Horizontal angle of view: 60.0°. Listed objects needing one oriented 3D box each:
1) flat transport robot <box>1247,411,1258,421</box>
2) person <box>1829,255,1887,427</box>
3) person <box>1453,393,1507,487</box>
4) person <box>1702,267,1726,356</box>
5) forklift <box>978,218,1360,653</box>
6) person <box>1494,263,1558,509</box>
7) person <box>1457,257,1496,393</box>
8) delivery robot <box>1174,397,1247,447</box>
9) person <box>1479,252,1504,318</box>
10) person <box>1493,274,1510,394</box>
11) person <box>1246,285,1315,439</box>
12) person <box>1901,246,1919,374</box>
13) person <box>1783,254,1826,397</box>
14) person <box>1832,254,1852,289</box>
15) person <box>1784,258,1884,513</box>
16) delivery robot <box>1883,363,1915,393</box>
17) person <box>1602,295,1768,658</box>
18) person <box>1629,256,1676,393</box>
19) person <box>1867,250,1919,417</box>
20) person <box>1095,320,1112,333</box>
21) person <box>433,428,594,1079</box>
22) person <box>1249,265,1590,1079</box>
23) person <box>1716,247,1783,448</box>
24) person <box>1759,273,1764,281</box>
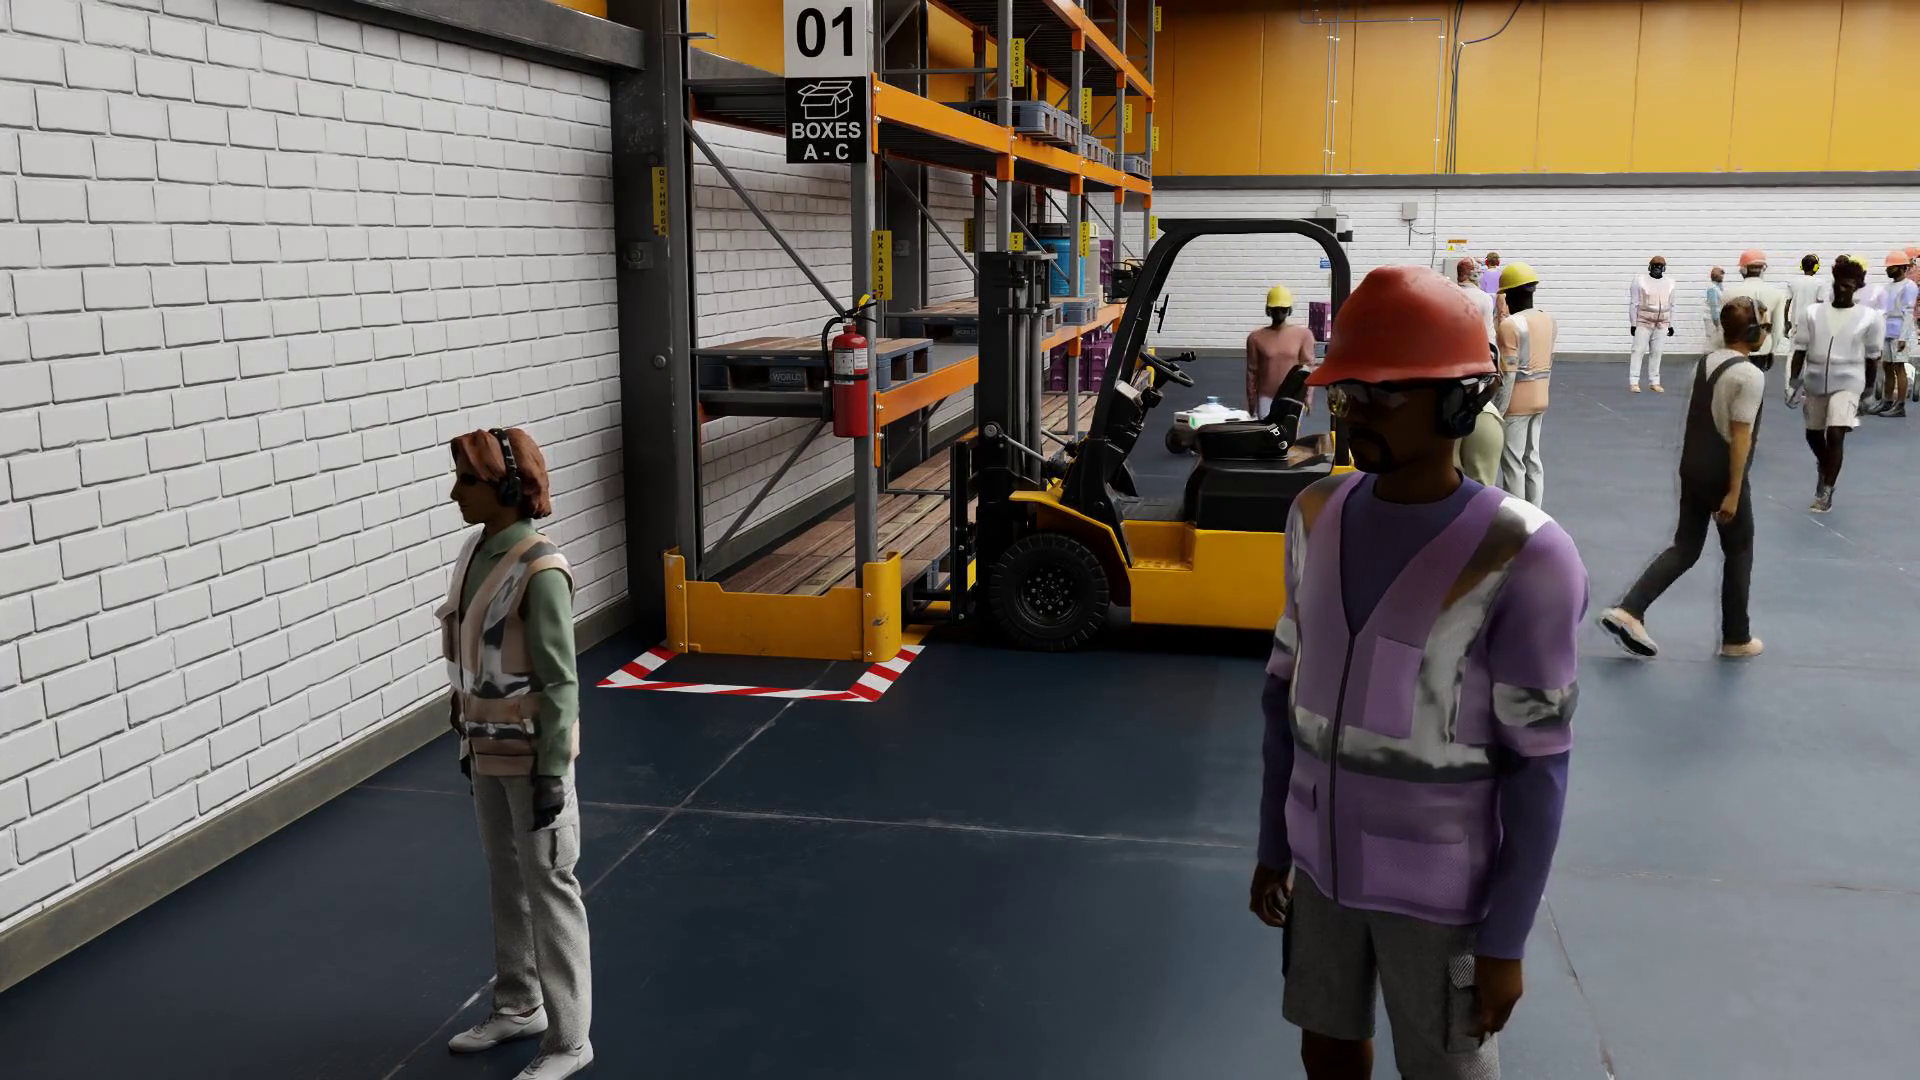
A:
[{"bbox_3d":[2.978,-1.198,17.367,0.652,0.197,1.431,1,10,6],"label":"flat transport robot"},{"bbox_3d":[9.758,-2.150,18.171,0.623,1.883,0.787,8,13,37],"label":"person"},{"bbox_3d":[1.787,0.041,6.333,0.404,1.824,0.586,-4,11,-22],"label":"person"},{"bbox_3d":[12.007,-3.524,26.457,0.580,1.610,0.361,-9,14,-40],"label":"person"},{"bbox_3d":[1.285,-0.567,8.635,2.313,2.155,1.214,2,11,11],"label":"forklift"},{"bbox_3d":[3.750,-0.897,11.201,0.585,1.918,0.379,-9,14,-40],"label":"person"},{"bbox_3d":[4.631,-1.635,15.284,0.402,1.904,0.652,-8,13,-39],"label":"person"},{"bbox_3d":[2.410,-1.133,15.975,0.707,0.478,0.477,-6,12,-30],"label":"delivery robot"},{"bbox_3d":[8.493,-3.677,26.637,0.569,1.844,0.378,0,10,-2],"label":"person"},{"bbox_3d":[7.232,-2.748,22.109,0.306,1.639,0.523,5,11,26],"label":"person"},{"bbox_3d":[2.476,-1.113,12.909,0.519,1.730,0.887,2,10,9],"label":"person"},{"bbox_3d":[14.569,-3.495,25.386,0.730,1.937,0.646,-2,10,-9],"label":"person"},{"bbox_3d":[11.064,-2.800,21.786,0.316,1.863,0.531,-9,14,-42],"label":"person"},{"bbox_3d":[11.600,-2.825,21.921,0.330,1.865,0.518,-2,11,-13],"label":"person"},{"bbox_3d":[6.784,-1.209,12.877,0.598,1.940,0.905,9,14,42],"label":"person"},{"bbox_3d":[12.124,-2.133,21.458,0.477,0.478,0.707,6,12,29],"label":"delivery robot"},{"bbox_3d":[3.645,-0.290,8.181,0.808,1.818,0.511,-3,11,-15],"label":"person"},{"bbox_3d":[9.320,-2.898,22.392,0.621,1.840,0.430,0,10,-2],"label":"person"},{"bbox_3d":[10.868,-2.393,19.366,0.385,1.930,0.561,0,10,0],"label":"person"},{"bbox_3d":[2.120,-3.273,24.832,0.318,1.697,0.535,-1,10,-6],"label":"person"},{"bbox_3d":[-1.095,0.536,4.106,0.306,1.640,0.521,-8,13,-39],"label":"person"},{"bbox_3d":[0.730,0.563,2.856,0.373,2.044,0.606,-8,13,-36],"label":"person"},{"bbox_3d":[7.779,-1.887,16.442,0.635,1.993,0.402,0,10,-1],"label":"person"},{"bbox_3d":[12.594,-3.656,26.469,0.311,1.866,0.532,8,13,38],"label":"person"}]
